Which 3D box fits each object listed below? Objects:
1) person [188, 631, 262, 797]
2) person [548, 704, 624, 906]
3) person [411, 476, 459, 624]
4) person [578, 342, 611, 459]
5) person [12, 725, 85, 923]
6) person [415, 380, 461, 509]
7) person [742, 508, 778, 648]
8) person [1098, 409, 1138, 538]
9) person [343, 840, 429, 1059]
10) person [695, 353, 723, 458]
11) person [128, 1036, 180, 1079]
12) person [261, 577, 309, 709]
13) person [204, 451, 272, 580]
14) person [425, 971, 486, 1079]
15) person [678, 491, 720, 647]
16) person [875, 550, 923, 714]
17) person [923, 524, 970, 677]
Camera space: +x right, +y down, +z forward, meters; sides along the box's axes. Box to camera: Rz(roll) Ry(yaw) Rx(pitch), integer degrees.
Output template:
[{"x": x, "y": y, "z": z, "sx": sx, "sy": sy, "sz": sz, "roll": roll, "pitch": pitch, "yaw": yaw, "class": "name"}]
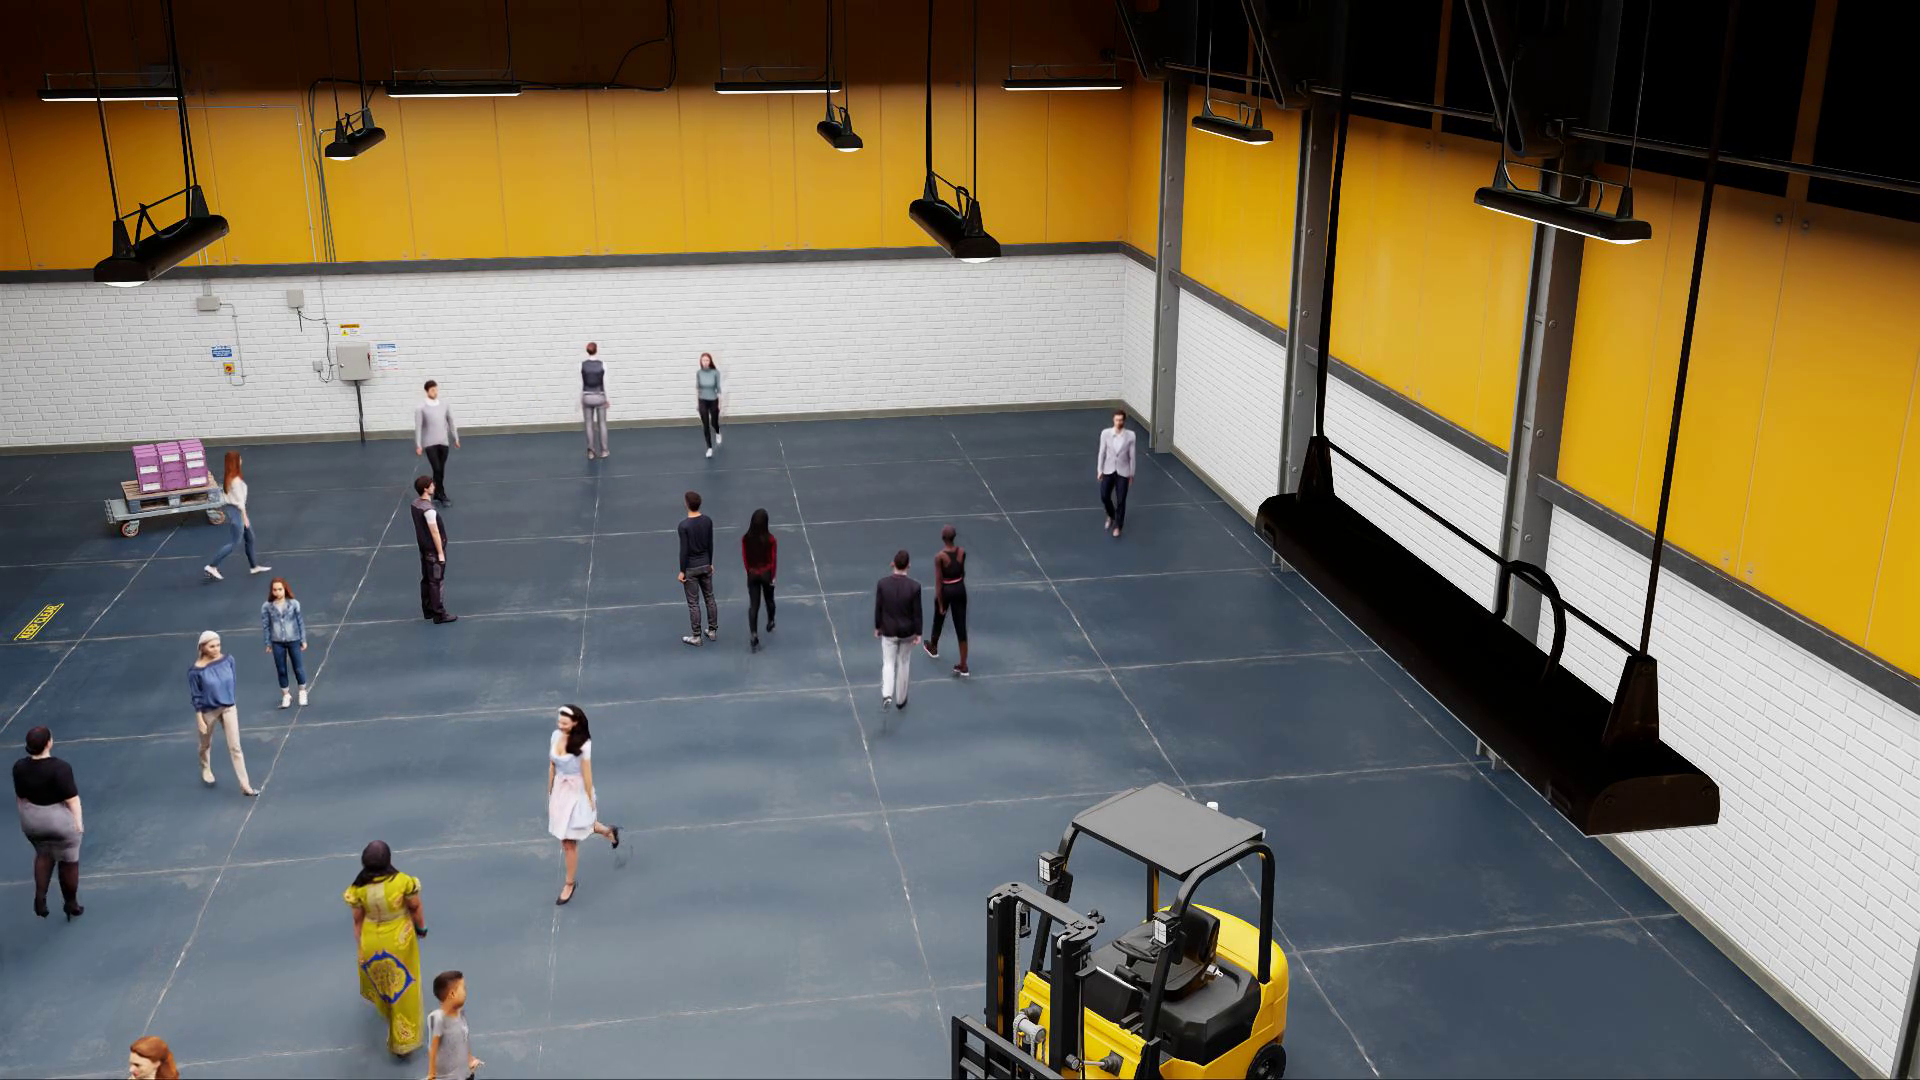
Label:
[{"x": -7.225, "y": 1.670, "z": 16.051, "sx": 1.246, "sy": 1.638, "sz": 1.121, "roll": 16, "pitch": 25, "yaw": 40, "class": "person"}, {"x": -3.253, "y": 2.200, "z": 14.243, "sx": 1.121, "sy": 1.788, "sz": 1.185, "roll": 13, "pitch": 23, "yaw": 35, "class": "person"}, {"x": -6.490, "y": 0.102, "z": 20.377, "sx": 0.816, "sy": 1.848, "sz": 0.701, "roll": -16, "pitch": 24, "yaw": -39, "class": "person"}, {"x": -6.048, "y": -2.314, "z": 27.408, "sx": 0.668, "sy": 1.941, "sz": 0.607, "roll": -2, "pitch": 19, "yaw": -7, "class": "person"}, {"x": -7.549, "y": 2.391, "z": 13.738, "sx": 0.763, "sy": 1.747, "sz": 0.844, "roll": 1, "pitch": 19, "yaw": 3, "class": "person"}, {"x": -7.913, "y": -1.468, "z": 24.957, "sx": 1.137, "sy": 1.901, "sz": 1.062, "roll": 16, "pitch": 24, "yaw": 39, "class": "person"}, {"x": -2.384, "y": 0.478, "z": 19.624, "sx": 0.744, "sy": 1.616, "sz": 1.085, "roll": 1, "pitch": 19, "yaw": 4, "class": "person"}, {"x": 2.236, "y": -0.980, "z": 23.600, "sx": 0.828, "sy": 1.843, "sz": 0.855, "roll": 5, "pitch": 19, "yaw": 13, "class": "person"}, {"x": -4.163, "y": 3.004, "z": 12.110, "sx": 0.776, "sy": 1.624, "sz": 1.092, "roll": -2, "pitch": 19, "yaw": -7, "class": "person"}, {"x": -4.148, "y": -2.261, "z": 27.577, "sx": 0.717, "sy": 1.731, "sz": 0.934, "roll": 1, "pitch": 19, "yaw": 4, "class": "person"}, {"x": -4.796, "y": 3.699, "z": 10.046, "sx": 0.675, "sy": 1.625, "sz": 0.701, "roll": 6, "pitch": 20, "yaw": 17, "class": "person"}, {"x": -7.303, "y": 1.084, "z": 18.039, "sx": 0.598, "sy": 1.480, "sz": 0.549, "roll": -6, "pitch": 19, "yaw": -16, "class": "person"}, {"x": -9.564, "y": -0.292, "z": 21.781, "sx": 0.878, "sy": 1.700, "sz": 1.059, "roll": -11, "pitch": 21, "yaw": -29, "class": "person"}, {"x": -3.393, "y": 3.499, "z": 10.953, "sx": 0.867, "sy": 1.424, "sz": 0.706, "roll": 10, "pitch": 21, "yaw": 28, "class": "person"}, {"x": -3.101, "y": 0.330, "z": 19.666, "sx": 0.723, "sy": 1.870, "sz": 0.736, "roll": -16, "pitch": 24, "yaw": -39, "class": "person"}, {"x": -0.680, "y": 1.017, "z": 17.693, "sx": 0.840, "sy": 1.828, "sz": 1.001, "roll": 3, "pitch": 19, "yaw": 8, "class": "person"}, {"x": -0.053, "y": 0.708, "z": 18.794, "sx": 0.817, "sy": 1.711, "sz": 1.235, "roll": -9, "pitch": 20, "yaw": -24, "class": "person"}]
